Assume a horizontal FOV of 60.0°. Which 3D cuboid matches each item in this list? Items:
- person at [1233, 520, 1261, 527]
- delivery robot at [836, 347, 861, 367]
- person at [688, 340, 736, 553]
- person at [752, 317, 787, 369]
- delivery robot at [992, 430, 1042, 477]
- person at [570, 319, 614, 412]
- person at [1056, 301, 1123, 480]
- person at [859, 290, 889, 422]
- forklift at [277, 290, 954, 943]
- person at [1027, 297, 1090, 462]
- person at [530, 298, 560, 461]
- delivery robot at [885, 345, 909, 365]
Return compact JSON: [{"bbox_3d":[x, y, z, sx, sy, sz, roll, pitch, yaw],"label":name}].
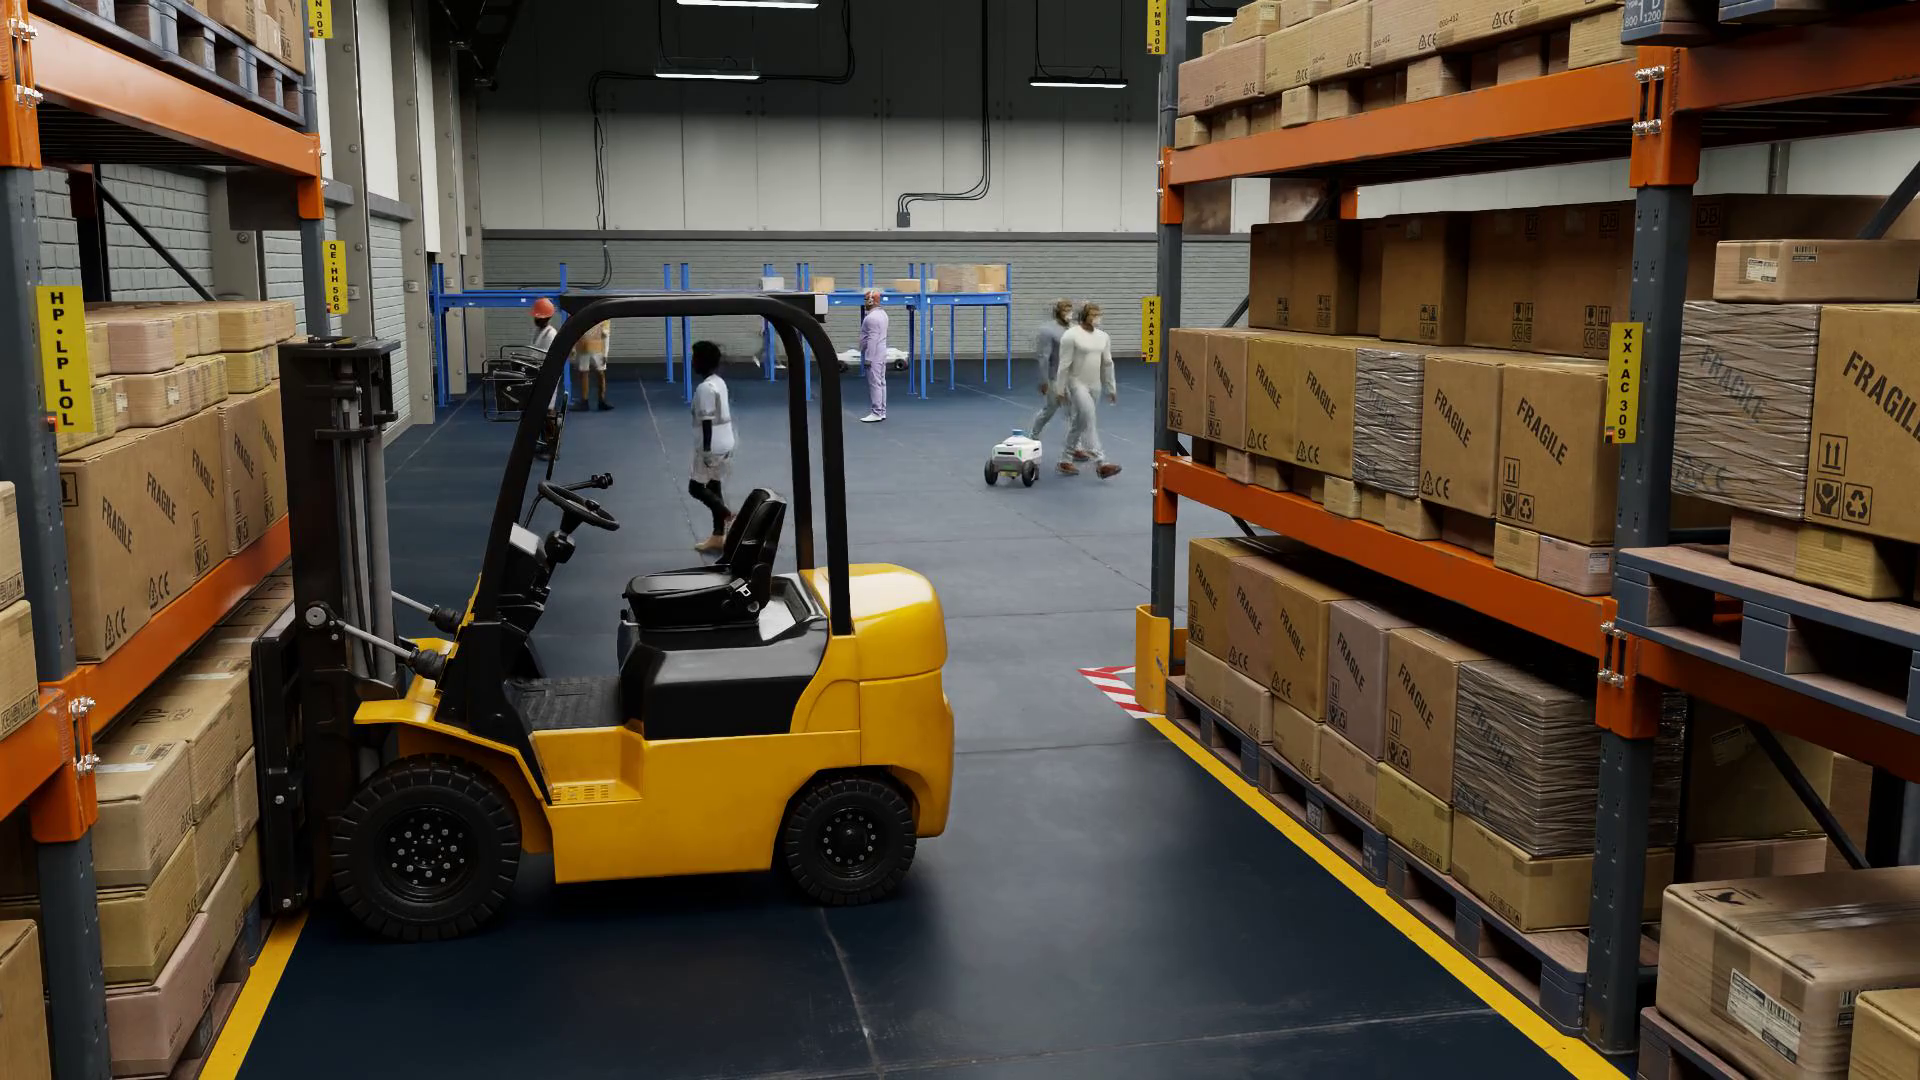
[{"bbox_3d":[2.874,-1.033,14.341,0.909,1.888,0.597,2,10,12],"label":"person"},{"bbox_3d":[-2.327,-3.920,35.803,0.707,0.478,0.477,1,9,3],"label":"delivery robot"},{"bbox_3d":[-1.934,-0.728,13.085,0.402,1.687,0.534,1,9,7],"label":"person"},{"bbox_3d":[-4.252,-4.754,36.951,0.834,1.902,0.586,3,10,15],"label":"person"},{"bbox_3d":[0.606,-0.917,17.499,0.477,0.478,0.707,4,10,21],"label":"delivery robot"},{"bbox_3d":[-5.815,-2.945,26.012,0.683,1.887,0.371,0,9,-1],"label":"person"},{"bbox_3d":[1.394,-1.599,17.773,0.647,1.878,1.036,-8,12,-39],"label":"person"},{"bbox_3d":[-1.275,-2.689,24.340,0.406,1.911,0.638,2,10,13],"label":"person"},{"bbox_3d":[-1.179,0.175,6.143,2.313,2.155,1.214,-2,10,-12],"label":"forklift"},{"bbox_3d":[1.143,-1.908,19.614,0.642,1.909,0.955,-7,12,-36],"label":"person"},{"bbox_3d":[-4.844,-1.854,19.322,0.381,1.883,0.642,-7,12,-37],"label":"person"},{"bbox_3d":[-1.489,-4.042,36.545,0.707,0.478,0.477,2,10,11],"label":"delivery robot"}]
